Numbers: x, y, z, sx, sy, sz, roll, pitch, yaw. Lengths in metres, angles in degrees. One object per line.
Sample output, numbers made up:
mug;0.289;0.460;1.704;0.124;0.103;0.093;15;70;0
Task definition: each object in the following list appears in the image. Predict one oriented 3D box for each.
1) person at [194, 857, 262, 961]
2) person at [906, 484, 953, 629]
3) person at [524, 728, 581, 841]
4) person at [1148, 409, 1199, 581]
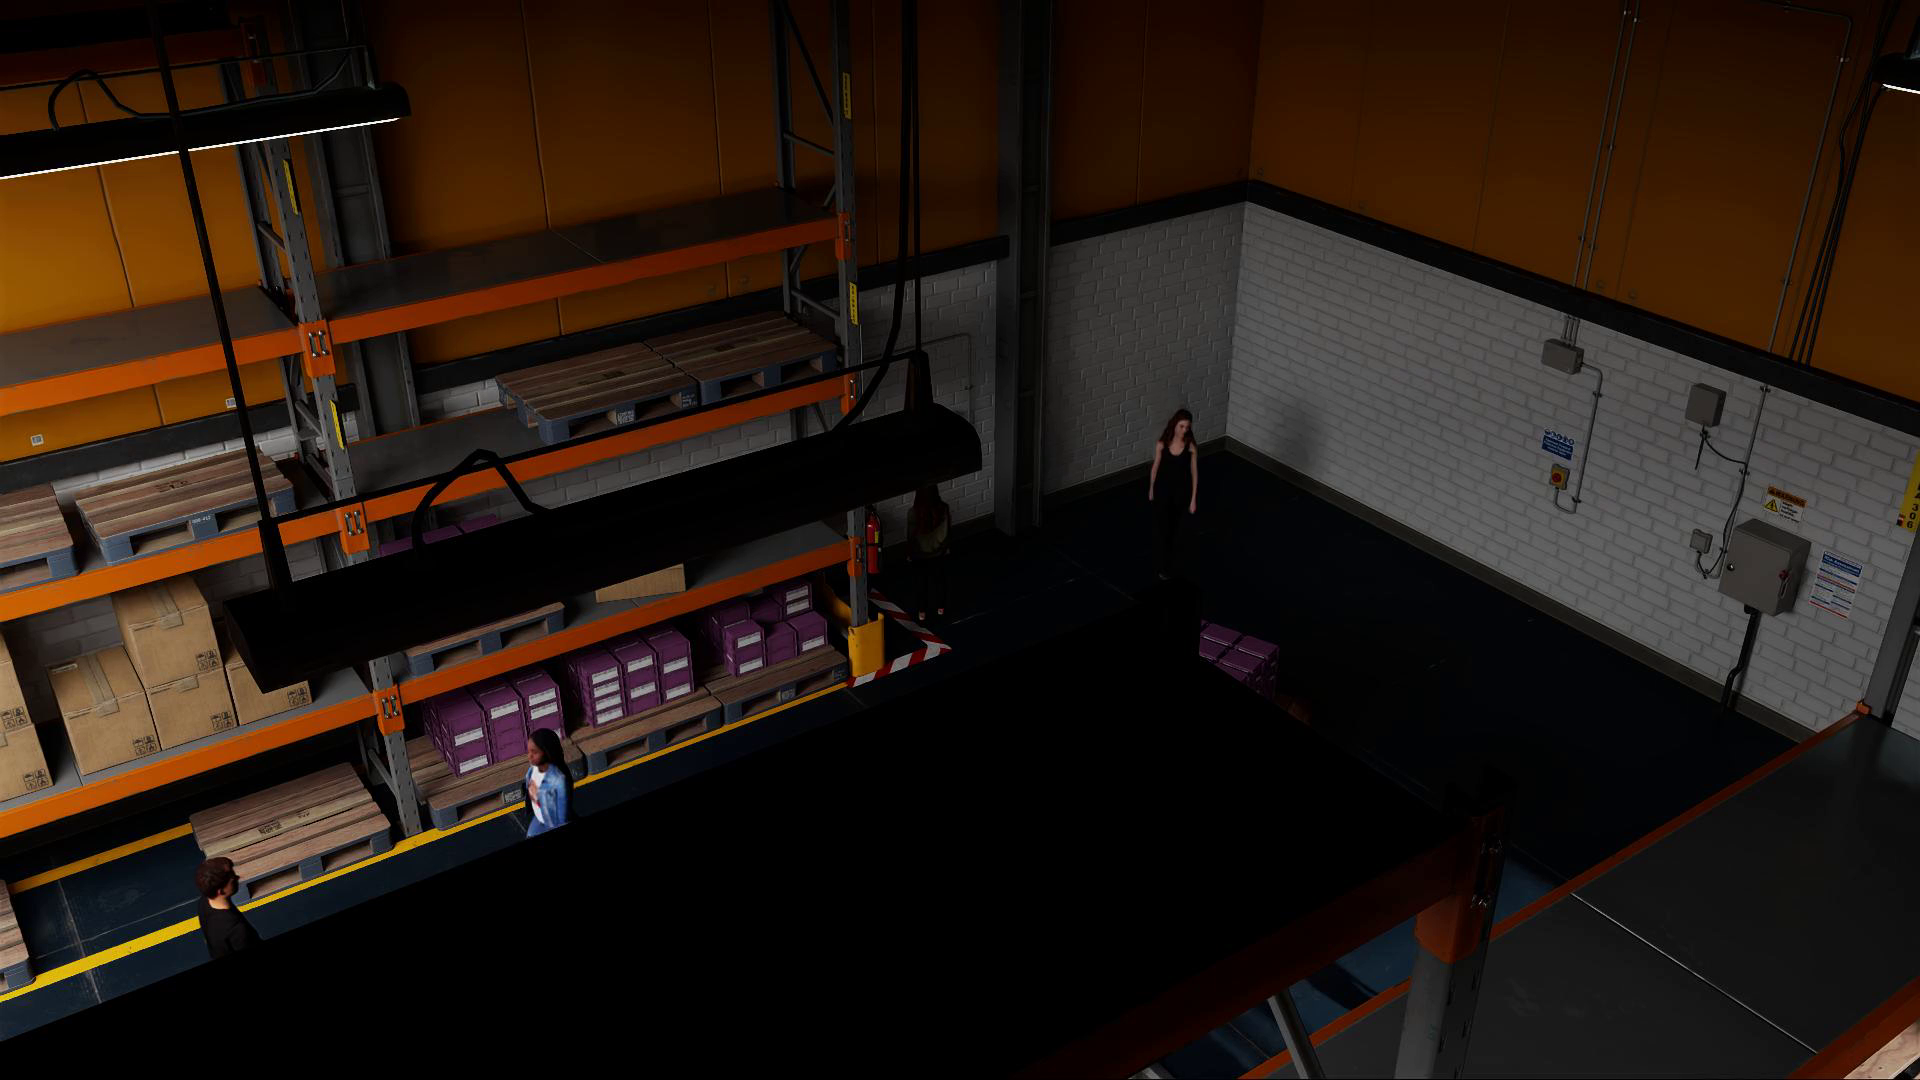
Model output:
person;-4.259;2.640;9.849;0.725;1.861;0.669;23;36;35
person;-0.281;0.095;14.918;0.523;1.475;0.687;-11;30;-19
person;-2.652;1.959;11.268;0.769;1.698;0.698;-25;37;-38
person;2.007;-0.511;15.805;1.057;1.690;1.050;4;29;7
